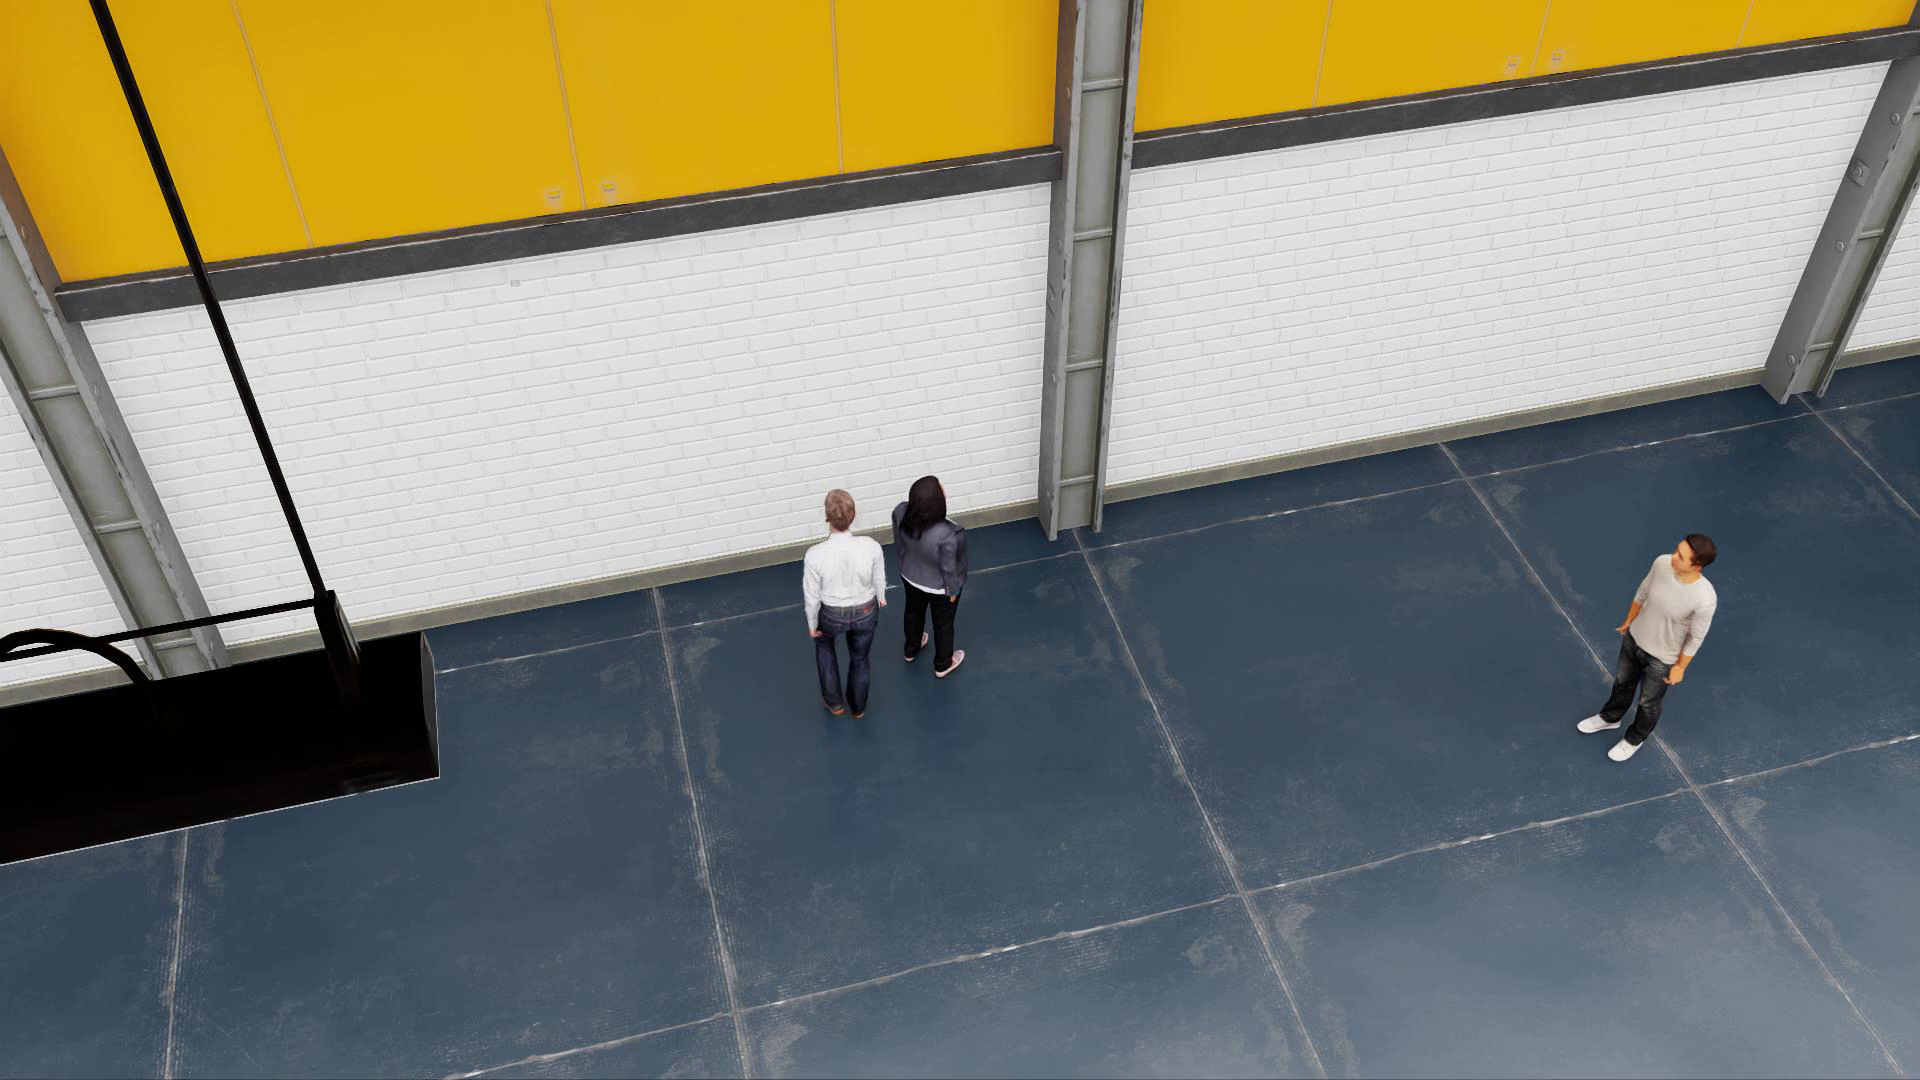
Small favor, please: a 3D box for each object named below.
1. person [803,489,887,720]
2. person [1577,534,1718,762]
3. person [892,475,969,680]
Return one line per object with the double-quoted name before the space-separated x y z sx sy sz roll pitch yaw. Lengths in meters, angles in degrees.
"person" -0.677 0.474 10.111 0.571 1.807 0.752 -5 44 -5
"person" 4.191 0.614 9.963 0.604 1.810 0.684 -18 46 -18
"person" -0.192 0.221 10.531 0.790 1.594 0.834 29 51 27
